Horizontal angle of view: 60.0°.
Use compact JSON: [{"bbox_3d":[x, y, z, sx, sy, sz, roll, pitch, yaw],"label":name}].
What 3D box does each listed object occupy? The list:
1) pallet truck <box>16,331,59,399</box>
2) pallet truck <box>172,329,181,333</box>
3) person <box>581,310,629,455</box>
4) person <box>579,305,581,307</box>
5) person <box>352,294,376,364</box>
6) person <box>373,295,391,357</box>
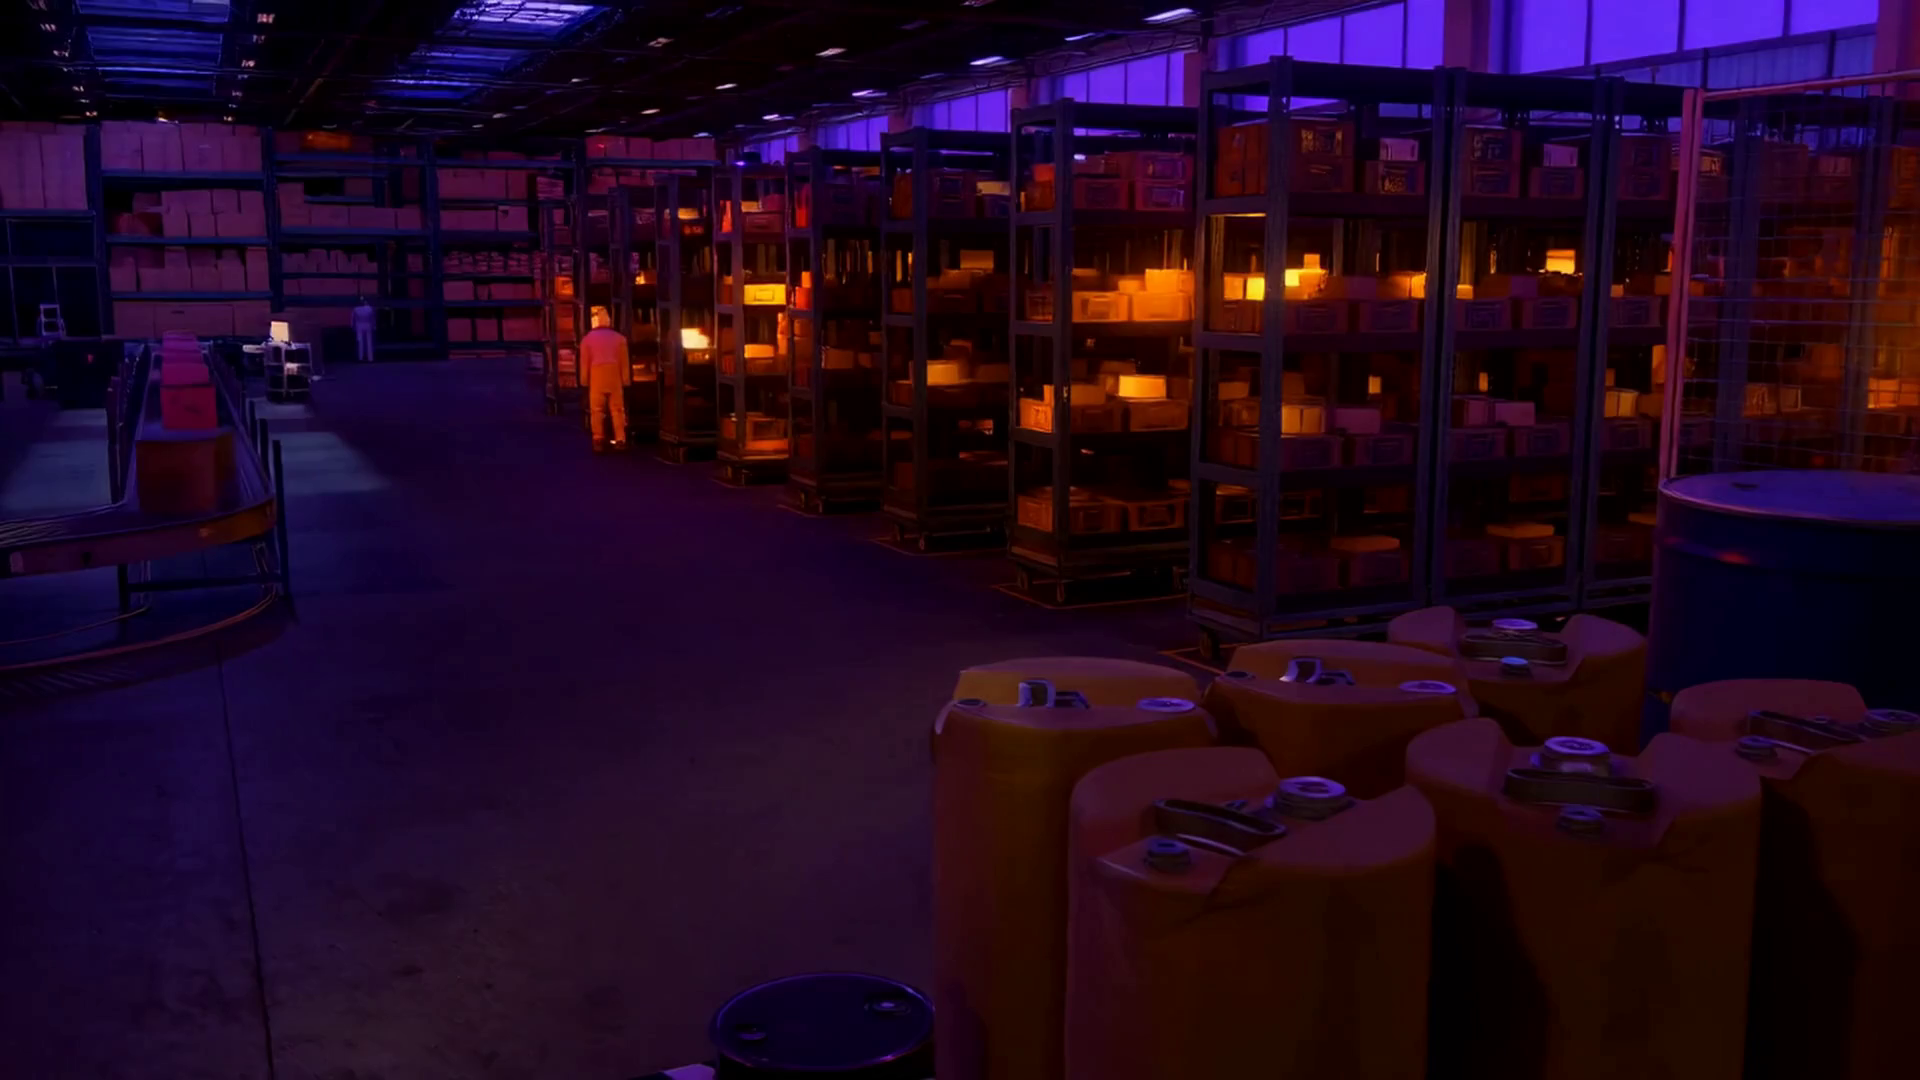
[{"bbox_3d":[-17.082,-3.353,31.781,1.630,1.274,0.653,-4,10,-25],"label":"pallet truck"},{"bbox_3d":[-17.275,-3.851,35.096,1.601,1.201,0.680,0,9,1],"label":"pallet truck"},{"bbox_3d":[-4.692,-2.076,21.984,0.640,1.909,0.409,-4,10,-25],"label":"person"},{"bbox_3d":[-11.880,-6.897,52.147,0.586,1.825,0.403,-4,10,-25],"label":"person"},{"bbox_3d":[-15.673,-5.546,43.762,0.586,1.825,0.403,-4,10,-25],"label":"person"},{"bbox_3d":[-16.356,-6.038,46.998,0.522,1.768,0.311,-4,10,-25],"label":"person"}]
